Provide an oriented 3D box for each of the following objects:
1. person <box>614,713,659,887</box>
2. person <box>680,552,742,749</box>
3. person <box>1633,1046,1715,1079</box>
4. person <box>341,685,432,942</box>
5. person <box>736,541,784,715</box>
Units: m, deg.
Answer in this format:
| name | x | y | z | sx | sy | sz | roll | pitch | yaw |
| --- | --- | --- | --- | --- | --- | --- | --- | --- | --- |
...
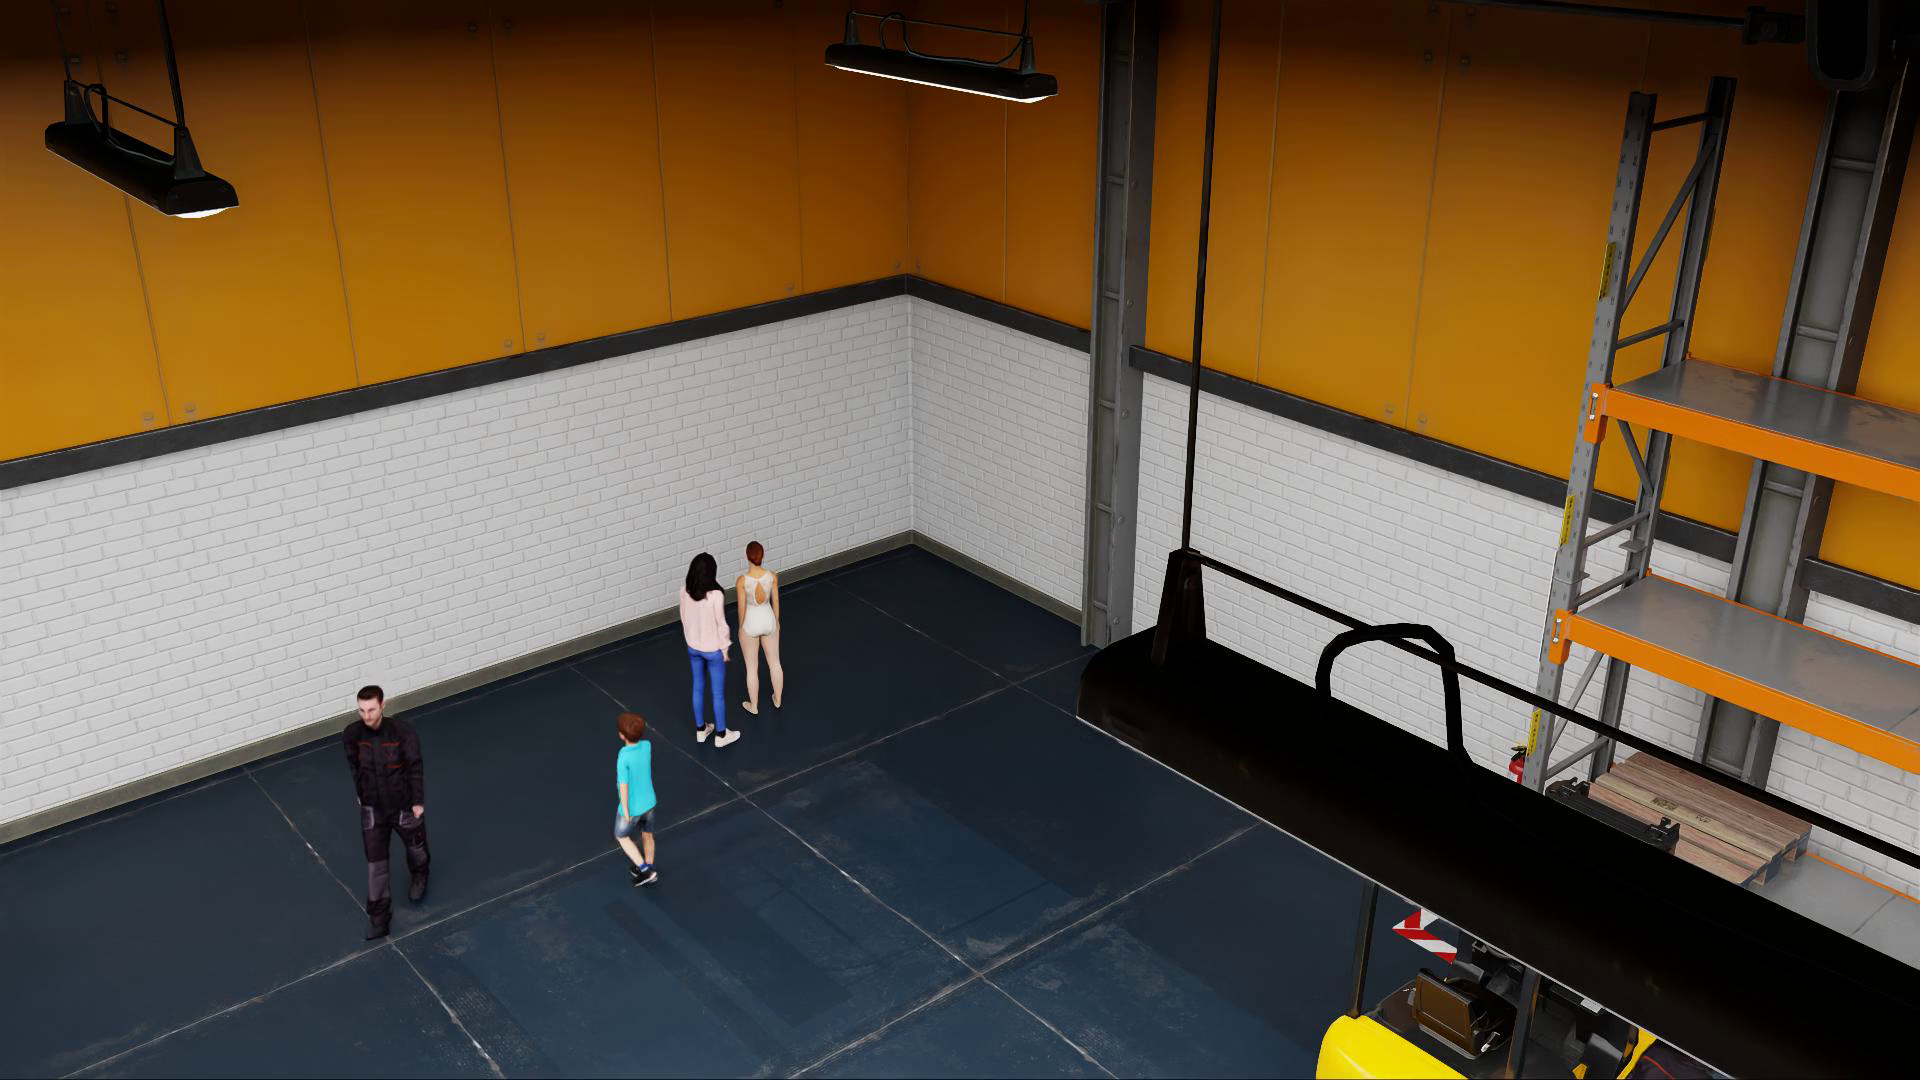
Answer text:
| name | x | y | z | sx | sy | sz | roll | pitch | yaw |
| --- | --- | --- | --- | --- | --- | --- | --- | --- | --- |
| person | -2.345 | 1.935 | 12.316 | 0.640 | 1.439 | 0.592 | 15 | 28 | 31 |
| person | -2.167 | 0.931 | 14.202 | 0.604 | 1.769 | 0.764 | 14 | 27 | 28 |
| person | 3.737 | 3.266 | 8.775 | 0.817 | 1.837 | 0.566 | -13 | 27 | -27 |
| person | -4.075 | 1.859 | 11.967 | 1.132 | 1.857 | 1.287 | -2 | 24 | -4 |
| person | -1.778 | 0.767 | 14.732 | 0.585 | 1.644 | 0.547 | -12 | 26 | -25 |
